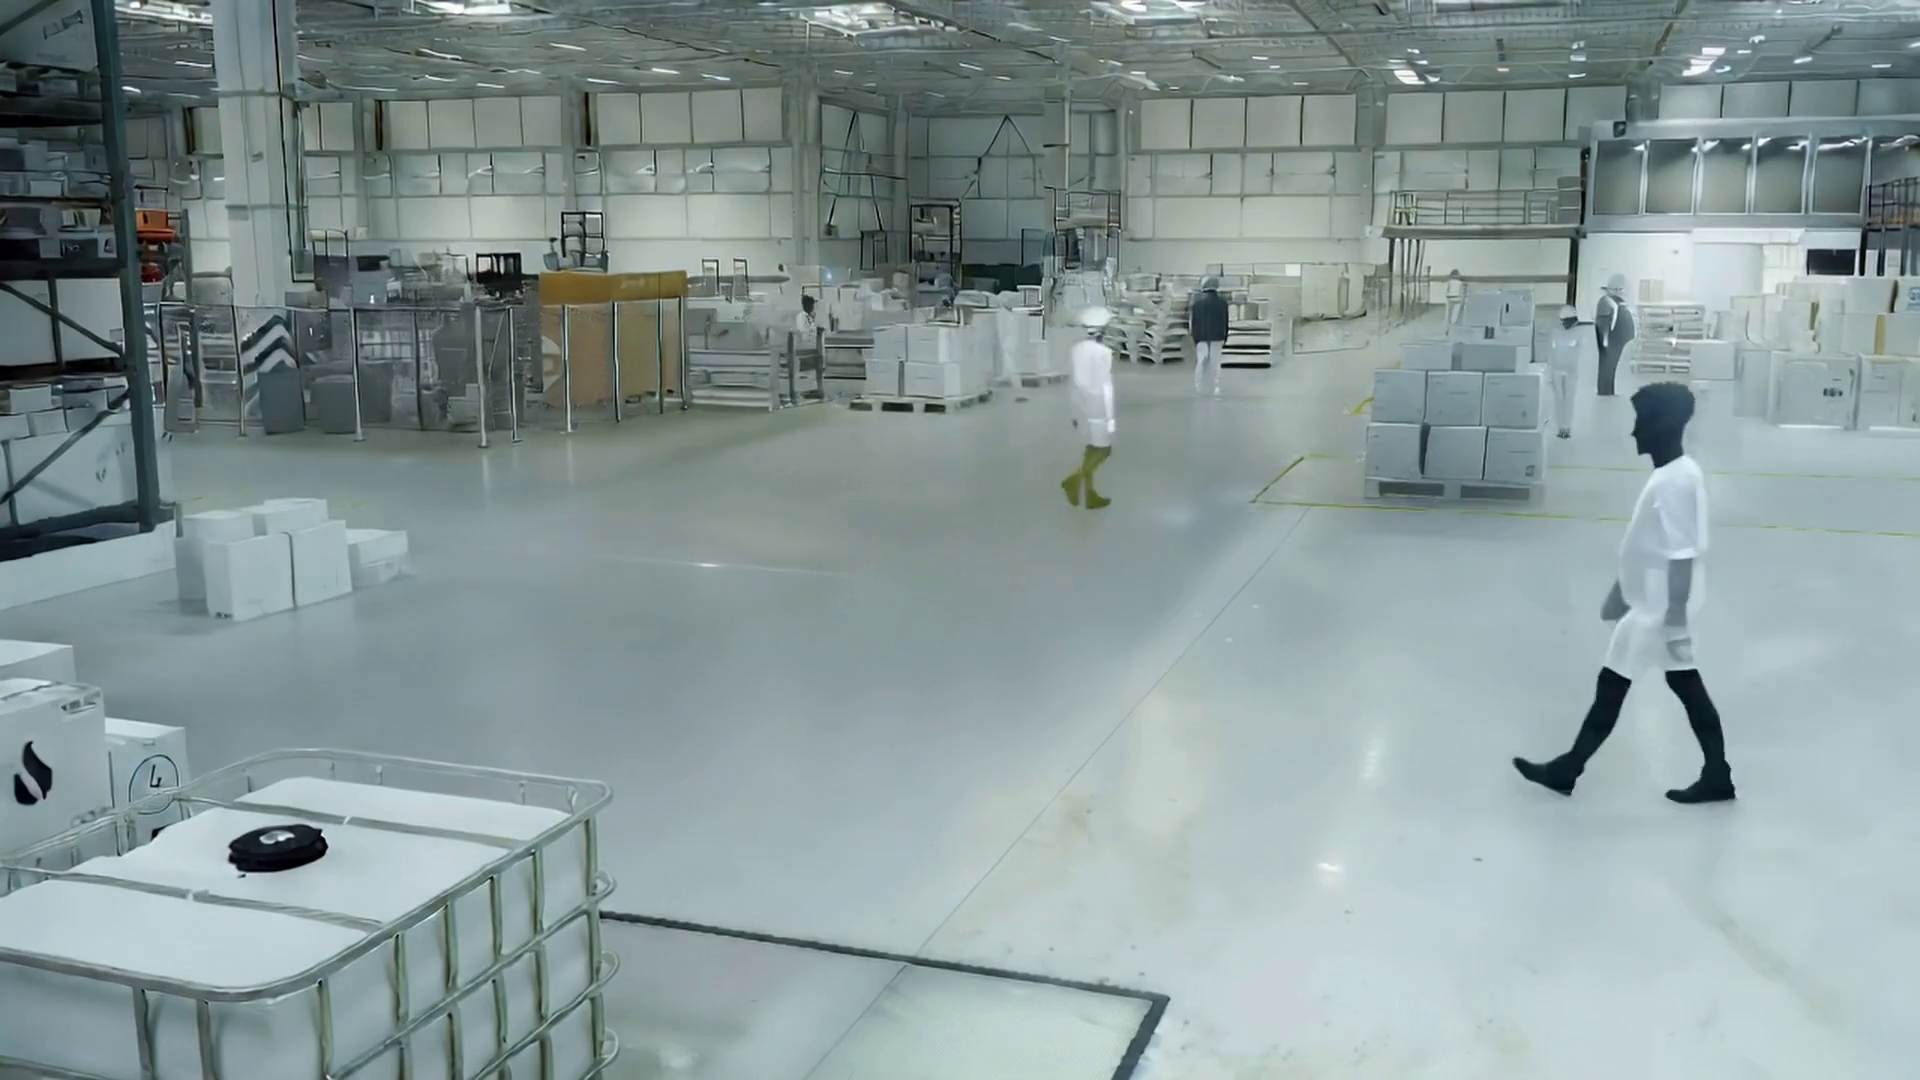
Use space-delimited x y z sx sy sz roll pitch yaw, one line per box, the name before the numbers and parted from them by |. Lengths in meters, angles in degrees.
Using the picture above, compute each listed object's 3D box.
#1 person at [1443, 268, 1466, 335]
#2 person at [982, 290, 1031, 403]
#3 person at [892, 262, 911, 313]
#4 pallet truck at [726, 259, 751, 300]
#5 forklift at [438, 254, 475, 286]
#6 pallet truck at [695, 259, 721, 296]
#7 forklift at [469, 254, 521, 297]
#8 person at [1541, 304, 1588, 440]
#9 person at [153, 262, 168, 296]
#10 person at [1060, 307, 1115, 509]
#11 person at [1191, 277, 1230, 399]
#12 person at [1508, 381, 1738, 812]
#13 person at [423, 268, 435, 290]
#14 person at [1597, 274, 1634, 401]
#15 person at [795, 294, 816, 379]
person | 13.553 -6.508 45.579 0.603 1.862 0.565 3 11 17
person | 0.734 -3.089 26.536 0.822 1.793 0.607 3 11 18
person | -1.738 -7.483 50.728 0.617 2.004 1.008 -7 12 -35
pallet truck | -7.986 -9.493 62.019 0.823 1.965 1.885 3 11 17
forklift | -20.133 -10.254 65.465 1.157 1.987 2.680 3 11 19
pallet truck | -9.165 -9.627 62.776 0.823 1.965 1.885 4 11 23
forklift | -17.990 -10.121 64.684 1.157 1.987 2.680 3 11 17
person | 7.744 -2.149 21.386 0.556 1.726 0.839 6 12 31
person | -27.645 -8.637 57.456 0.643 1.908 0.399 6 12 31
person | 1.198 -1.223 15.648 0.599 1.925 0.561 -8 13 -37
person | 4.060 -3.264 26.978 0.610 1.984 0.399 1 10 6
person | 3.019 0.256 7.357 0.969 1.918 0.614 5 11 28
person | -19.401 -9.190 60.784 0.404 1.828 0.603 -7 12 -35
person | 10.551 -3.256 26.775 0.538 2.000 0.681 8 13 39
person | -2.533 -3.260 27.808 0.554 1.675 0.552 4 11 21
